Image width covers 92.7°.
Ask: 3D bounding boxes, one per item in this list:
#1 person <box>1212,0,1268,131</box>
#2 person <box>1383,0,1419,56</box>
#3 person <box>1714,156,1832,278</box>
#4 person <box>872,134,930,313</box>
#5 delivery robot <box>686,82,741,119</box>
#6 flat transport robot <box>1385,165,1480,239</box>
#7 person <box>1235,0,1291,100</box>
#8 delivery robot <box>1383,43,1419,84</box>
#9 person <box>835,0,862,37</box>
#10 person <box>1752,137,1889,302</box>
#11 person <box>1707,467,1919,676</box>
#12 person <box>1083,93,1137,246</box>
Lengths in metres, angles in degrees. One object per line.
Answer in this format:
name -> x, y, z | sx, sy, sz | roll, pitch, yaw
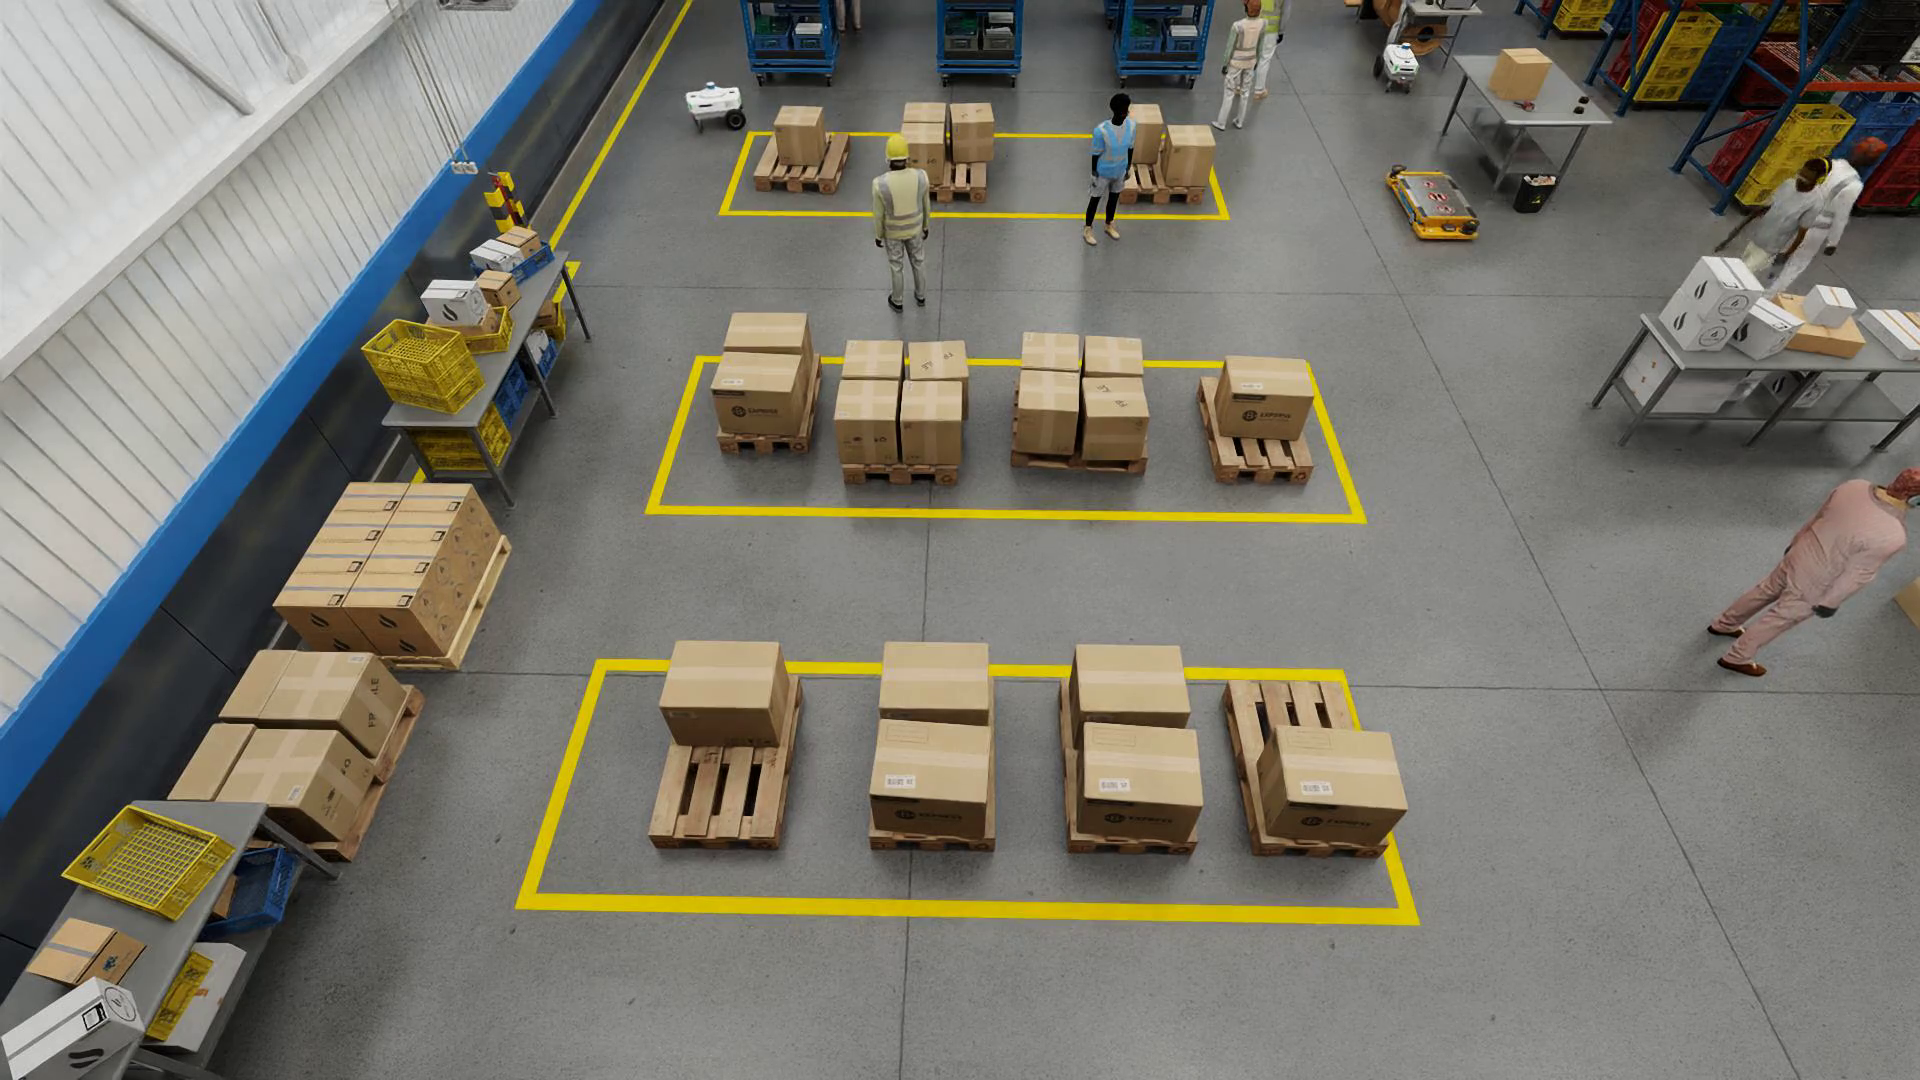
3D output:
person -> 3.685, -6.227, 12.012 | 0.520, 1.632, 0.315 | -11, 50, -10
person -> 6.586, -7.909, 13.275 | 0.371, 1.929, 0.630 | 21, 52, 17
person -> 7.744, -2.877, 8.978 | 0.811, 1.830, 0.562 | -1, 49, -1
person -> -0.588, -3.146, 9.211 | 0.591, 1.834, 0.404 | -16, 51, -14
delivery robot -> -3.328, -5.933, 12.404 | 0.707, 0.478, 0.477 | -11, 50, -9
flat transport robot -> 5.692, -4.094, 11.059 | 0.652, 0.197, 1.431 | 1, 49, 1
person -> 4.178, -7.043, 12.580 | 0.627, 1.844, 0.429 | 29, 55, 23
delivery robot -> 6.376, -6.918, 13.257 | 0.477, 0.478, 0.707 | 4, 49, 3
person -> -1.765, -8.843, 14.047 | 0.630, 1.980, 0.410 | -18, 52, -15
person -> 8.506, -3.133, 9.183 | 0.643, 1.862, 0.602 | 9, 50, 8
person -> 5.891, 0.208, 6.271 | 0.400, 1.900, 0.648 | 11, 50, 10
person -> 1.657, -4.081, 10.116 | 0.534, 1.691, 0.322 | -18, 51, -15
